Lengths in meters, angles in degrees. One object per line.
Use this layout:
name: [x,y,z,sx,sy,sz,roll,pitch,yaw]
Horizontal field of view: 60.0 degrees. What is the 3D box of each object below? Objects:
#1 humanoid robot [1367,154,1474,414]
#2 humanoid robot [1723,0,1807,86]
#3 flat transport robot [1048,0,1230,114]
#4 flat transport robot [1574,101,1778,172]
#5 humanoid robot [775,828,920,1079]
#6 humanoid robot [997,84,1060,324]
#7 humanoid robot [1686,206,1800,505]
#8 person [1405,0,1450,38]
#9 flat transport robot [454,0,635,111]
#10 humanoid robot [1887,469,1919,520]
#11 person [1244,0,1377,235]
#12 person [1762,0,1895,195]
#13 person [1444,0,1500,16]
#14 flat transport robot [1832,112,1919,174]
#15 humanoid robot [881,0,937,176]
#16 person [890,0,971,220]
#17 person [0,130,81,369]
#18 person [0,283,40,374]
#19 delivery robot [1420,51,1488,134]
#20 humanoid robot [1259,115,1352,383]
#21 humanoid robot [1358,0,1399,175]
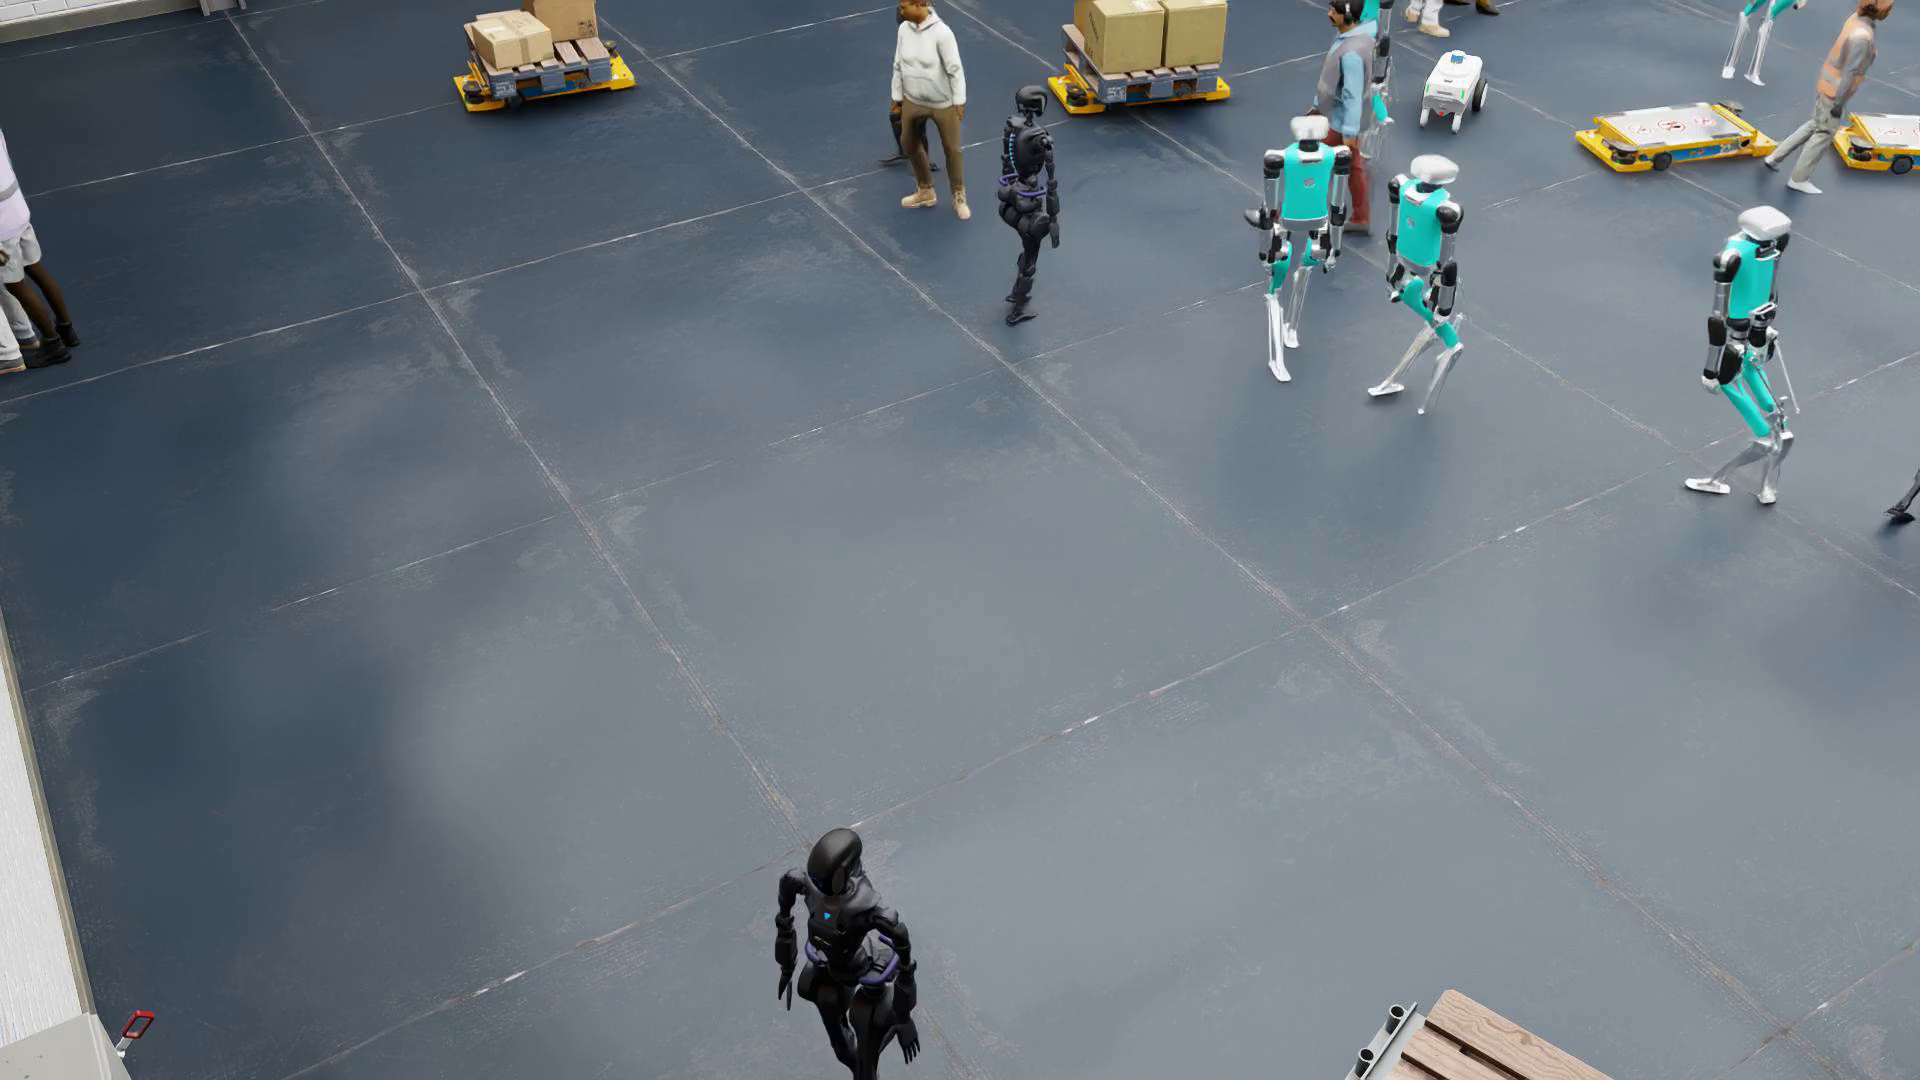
humanoid robot: [2.870,-1.529,10.047,0.689,1.793,0.530,-21,43,-24]
humanoid robot: [6.912,-4.718,14.074,0.544,1.788,0.778,5,39,7]
flat transport robot: [1.528,-3.919,14.237,1.431,0.231,0.659,-9,39,-11]
flat transport robot: [5.767,-3.245,13.387,1.431,0.231,0.659,-9,39,-11]
humanoid robot: [-0.406,1.629,6.105,0.612,1.643,0.376,17,41,20]
humanoid robot: [0.455,-2.208,10.944,0.401,1.645,0.598,-24,44,-27]
humanoid robot: [4.517,-0.929,9.282,0.601,1.775,0.861,-23,44,-26]
person: [4.393,-5.505,15.013,0.434,1.809,0.772,-4,39,-5]
flat transport robot: [-3.591,-4.000,14.339,1.431,0.231,0.659,-15,41,-18]
humanoid robot: [5.711,-0.782,9.202,0.781,1.649,0.589,-19,42,-22]
person: [2.596,-3.016,11.834,0.979,1.823,0.579,6,39,8]
person: [6.507,-3.371,12.458,0.498,1.613,0.550,12,40,14]
person: [4.863,-5.765,15.382,0.574,1.731,0.567,10,40,13]
flat transport robot: [7.755,-3.141,13.256,1.431,0.231,0.659,4,39,6]
humanoid robot: [-0.359,-3.570,12.662,0.377,1.654,0.587,-14,40,-17]
person: [-0.186,-3.182,12.128,0.611,1.737,0.392,19,42,22]
person: [-6.079,-1.997,10.485,0.400,1.925,0.577,-4,39,-5]
person: [-6.267,-1.931,10.435,0.341,1.878,0.575,-5,39,-6]
delivery robot: [4.089,-3.769,13.815,0.499,0.592,0.774,16,41,19]
humanoid robot: [2.115,-1.941,10.577,0.554,1.780,0.879,0,38,1]
humanoid robot: [3.205,-3.612,12.738,0.695,1.887,0.537,-19,42,-22]
